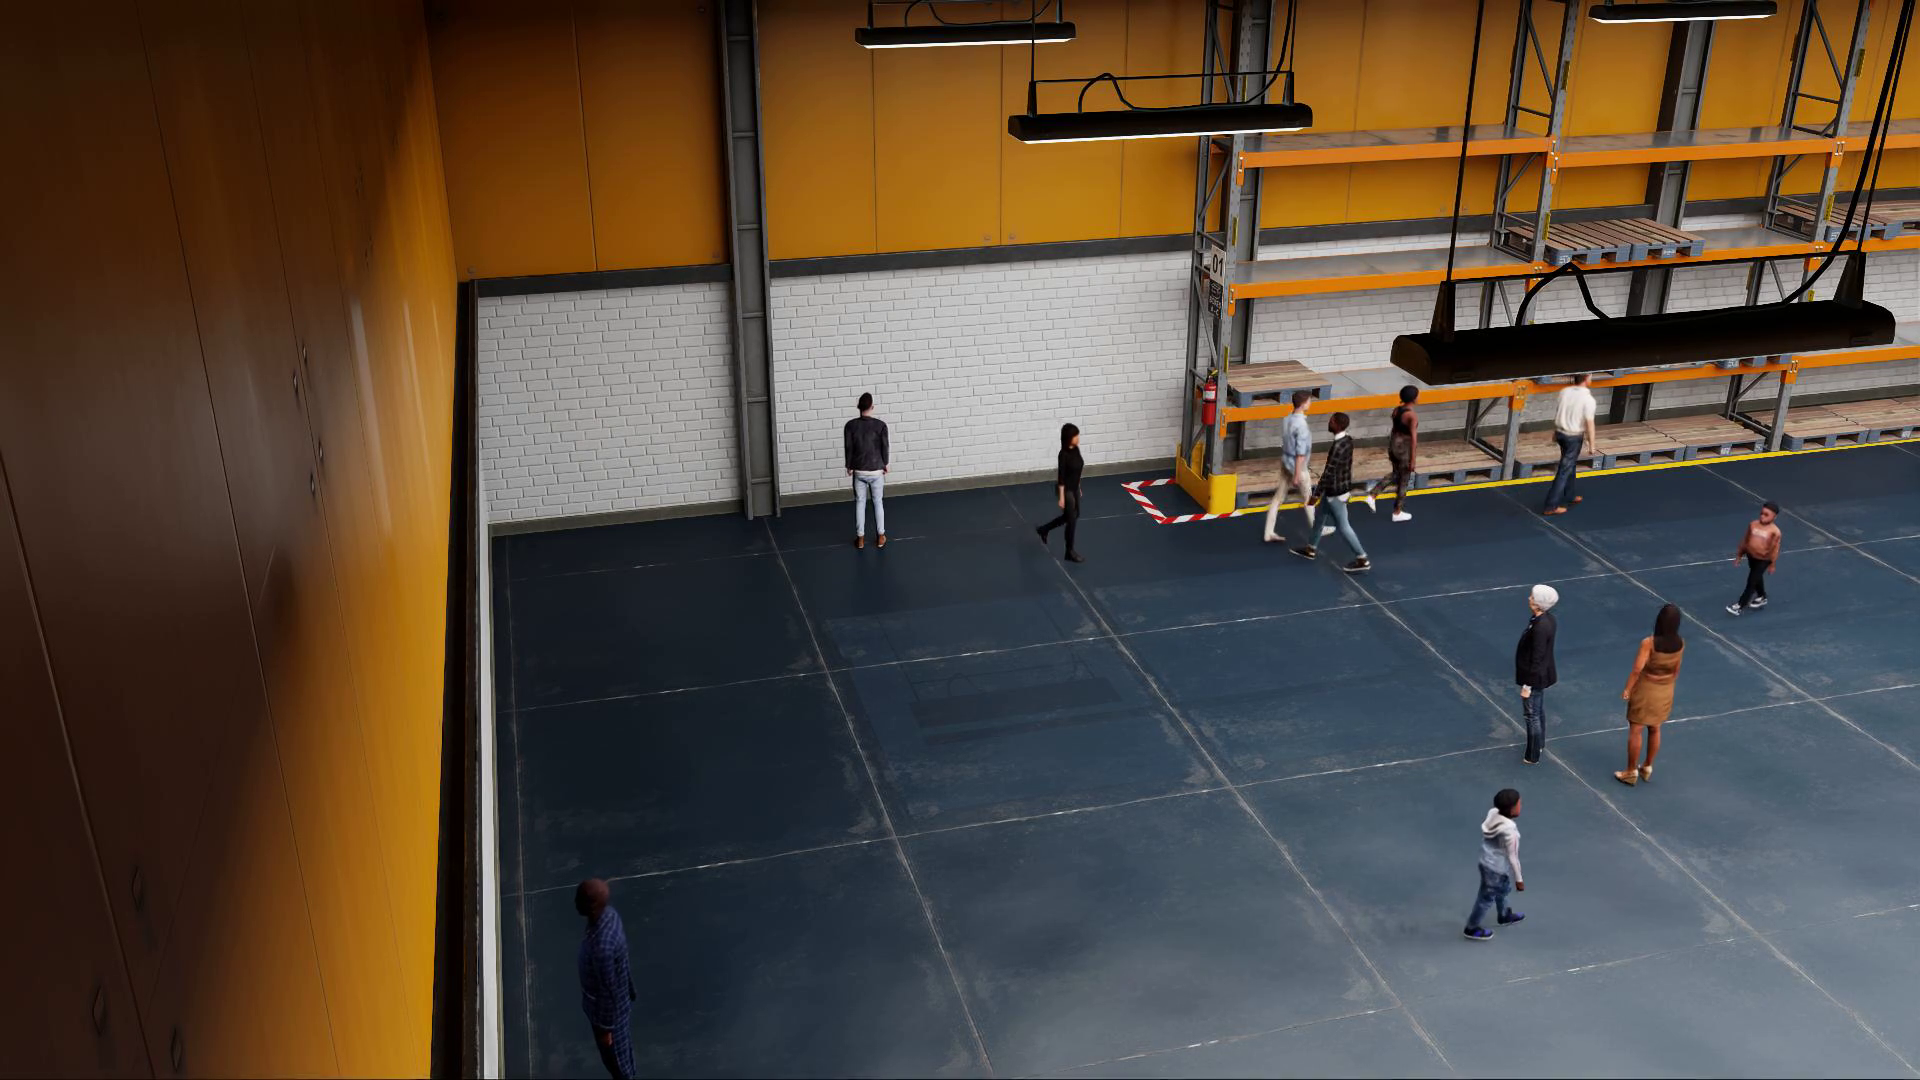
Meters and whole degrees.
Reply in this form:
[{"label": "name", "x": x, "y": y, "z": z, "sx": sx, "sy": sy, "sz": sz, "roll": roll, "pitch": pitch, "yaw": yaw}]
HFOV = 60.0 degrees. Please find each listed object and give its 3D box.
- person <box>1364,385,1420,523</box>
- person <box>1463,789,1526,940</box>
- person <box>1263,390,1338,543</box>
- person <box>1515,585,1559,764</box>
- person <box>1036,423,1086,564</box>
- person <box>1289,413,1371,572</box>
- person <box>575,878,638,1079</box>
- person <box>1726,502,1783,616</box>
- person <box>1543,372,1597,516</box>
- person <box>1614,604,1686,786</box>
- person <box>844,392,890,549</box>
[{"label": "person", "x": 5.107, "y": -0.995, "z": 19.524, "sx": 0.848, "sy": 1.689, "sz": 0.616, "roll": -8, "pitch": 25, "yaw": -18}, {"label": "person", "x": 3.902, "y": 2.409, "z": 12.301, "sx": 0.773, "sy": 1.237, "sz": 0.587, "roll": 0, "pitch": 24, "yaw": 0}, {"label": "person", "x": 3.712, "y": -0.802, "z": 18.921, "sx": 1.080, "sy": 1.819, "sz": 0.645, "roll": -6, "pitch": 24, "yaw": -13}, {"label": "person", "x": 5.090, "y": 1.226, "z": 14.646, "sx": 0.804, "sy": 1.781, "sz": 0.839, "roll": 12, "pitch": 26, "yaw": 26}, {"label": "person", "x": 1.143, "y": -0.546, "z": 18.584, "sx": 0.965, "sy": 1.620, "sz": 0.884, "roll": 12, "pitch": 26, "yaw": 25}, {"label": "person", "x": 4.226, "y": -0.482, "z": 18.241, "sx": 1.250, "sy": 1.777, "sz": 1.143, "roll": 11, "pitch": 26, "yaw": 24}, {"label": "person", "x": -2.213, "y": 2.889, "z": 10.477, "sx": 0.589, "sy": 1.819, "sz": 0.666, "roll": -5, "pitch": 24, "yaw": -10}, {"label": "person", "x": 8.402, "y": 0.186, "z": 17.415, "sx": 0.957, "sy": 1.215, "sz": 0.679, "roll": -13, "pitch": 27, "yaw": -27}, {"label": "person", "x": 7.158, "y": -1.168, "z": 19.740, "sx": 0.939, "sy": 1.833, "sz": 0.740, "roll": -9, "pitch": 25, "yaw": -20}, {"label": "person", "x": 5.909, "y": 1.326, "z": 14.219, "sx": 0.431, "sy": 1.686, "sz": 0.650, "roll": -8, "pitch": 25, "yaw": -17}, {"label": "person", "x": -1.052, "y": -0.791, "z": 18.875, "sx": 0.553, "sy": 1.836, "sz": 0.756, "roll": -2, "pitch": 24, "yaw": -4}]
